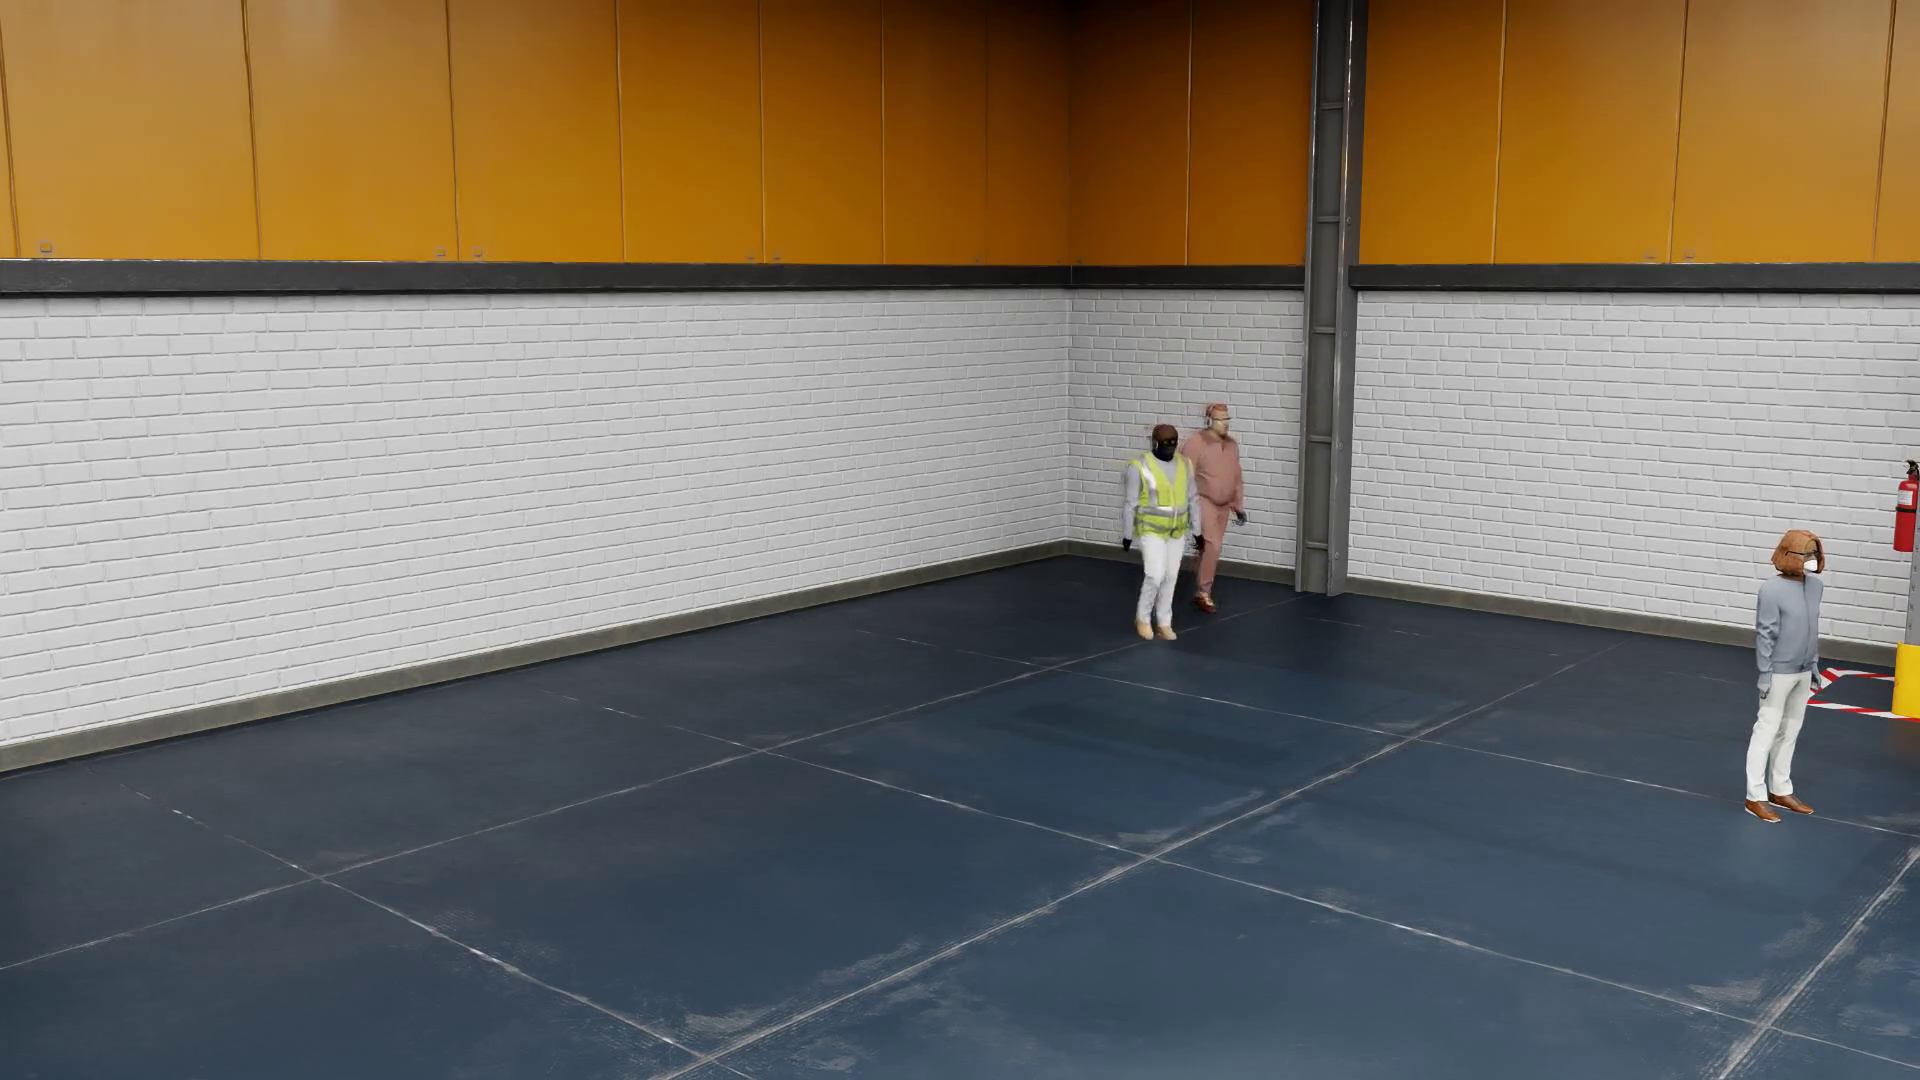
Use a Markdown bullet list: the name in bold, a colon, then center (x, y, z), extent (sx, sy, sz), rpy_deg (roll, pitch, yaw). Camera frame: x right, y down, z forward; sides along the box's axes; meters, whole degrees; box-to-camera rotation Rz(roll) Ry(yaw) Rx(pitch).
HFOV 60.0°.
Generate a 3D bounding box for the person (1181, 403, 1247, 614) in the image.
- **person**: center (2.300, -0.284, 14.973), extent (0.644, 1.888, 0.630), rpy_deg (-8, 12, -42)

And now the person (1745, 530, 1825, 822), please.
- **person**: center (4.630, 0.747, 9.298), extent (0.507, 1.632, 0.272), rpy_deg (-5, 10, -29)

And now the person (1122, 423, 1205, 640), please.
- **person**: center (1.674, -0.061, 13.776), extent (0.647, 1.824, 0.448), rpy_deg (-4, 10, -26)
